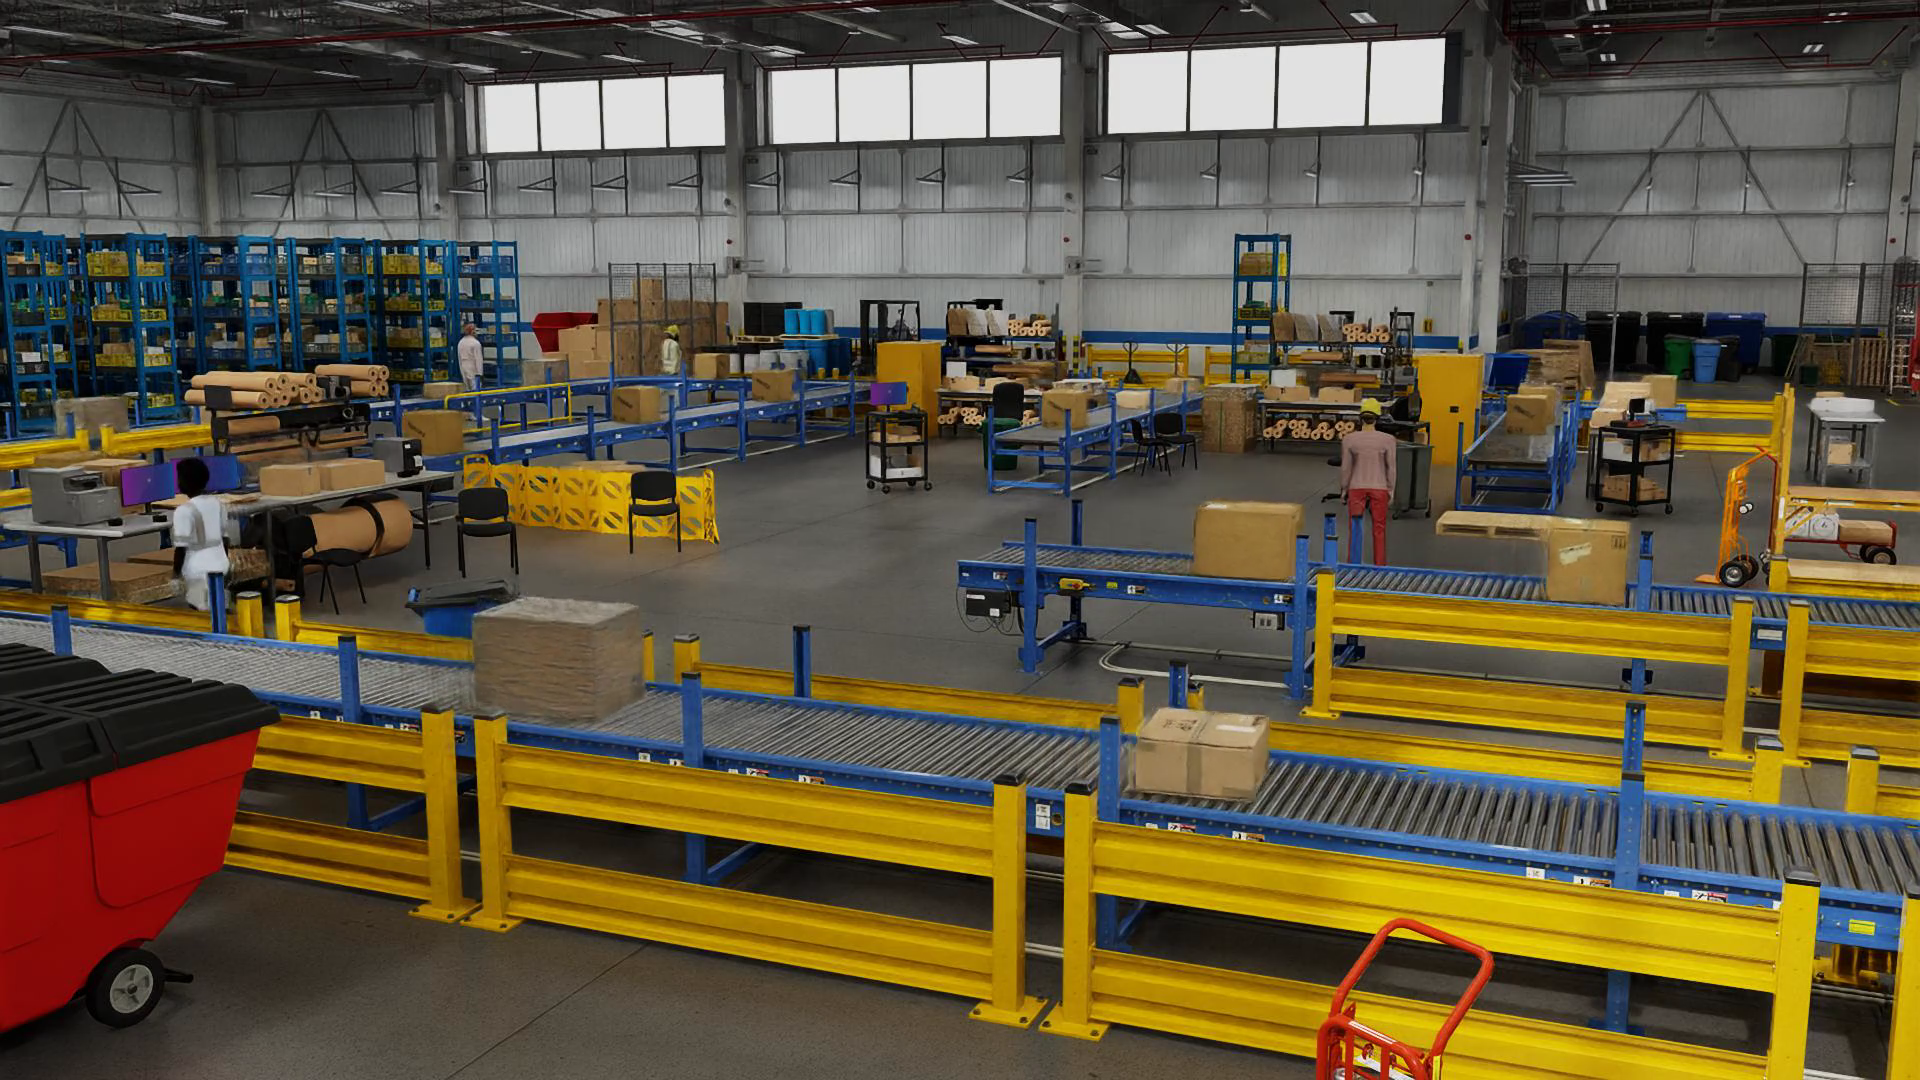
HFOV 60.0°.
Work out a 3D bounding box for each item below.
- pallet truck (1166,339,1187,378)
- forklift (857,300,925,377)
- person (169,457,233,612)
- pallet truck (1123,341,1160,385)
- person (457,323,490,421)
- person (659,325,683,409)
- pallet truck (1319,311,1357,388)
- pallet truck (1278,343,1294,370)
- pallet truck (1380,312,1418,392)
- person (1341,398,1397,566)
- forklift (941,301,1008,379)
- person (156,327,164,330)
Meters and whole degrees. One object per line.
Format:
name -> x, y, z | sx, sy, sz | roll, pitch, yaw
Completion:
pallet truck -> 5.418, -4.269, 40.420 | 0.704, 1.261, 1.522 | 3, 10, 20
forklift -> -1.732, -5.109, 42.468 | 1.157, 1.987, 2.680 | 4, 10, 22
person -> -5.445, 0.227, 12.065 | 0.861, 1.662, 0.537 | 1, 9, 4
pallet truck -> 4.445, -4.380, 41.279 | 0.680, 1.201, 1.601 | 4, 10, 22
person -> -9.521, -3.275, 32.536 | 0.643, 1.910, 0.400 | 8, 12, 39
person -> -6.065, -3.593, 34.753 | 0.727, 1.813, 0.596 | -6, 11, -34
pallet truck -> 9.071, -4.419, 39.190 | 0.823, 1.965, 1.885 | 5, 10, 26
pallet truck -> 7.886, -4.163, 39.743 | 0.653, 1.274, 1.630 | 4, 10, 22
pallet truck -> 10.207, -4.283, 38.369 | 0.823, 1.965, 1.885 | 3, 10, 20
person -> 3.928, -0.480, 16.021 | 0.524, 1.769, 0.316 | 3, 10, 15
forklift -> 0.365, -4.966, 41.571 | 1.157, 1.987, 2.680 | 3, 10, 20
person -> -17.961, -4.042, 37.424 | 0.573, 1.831, 0.411 | -6, 11, -34
